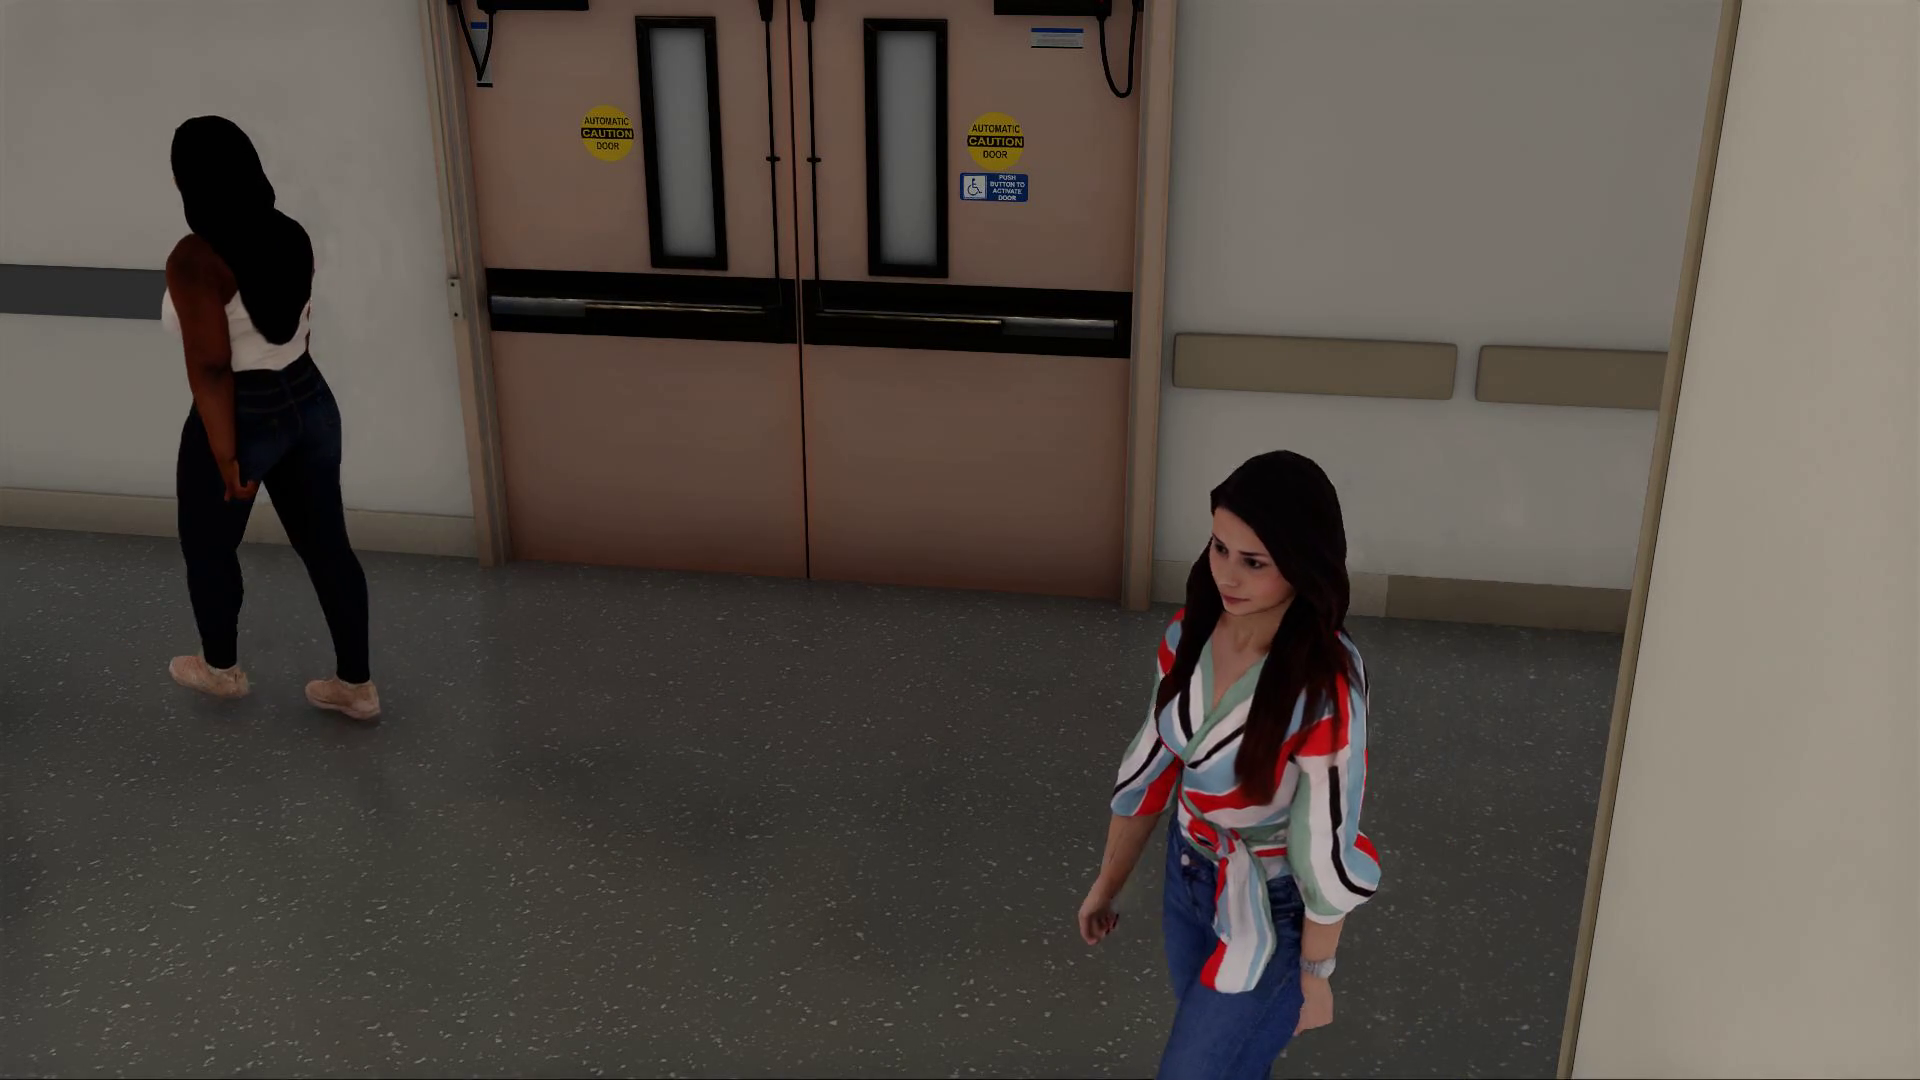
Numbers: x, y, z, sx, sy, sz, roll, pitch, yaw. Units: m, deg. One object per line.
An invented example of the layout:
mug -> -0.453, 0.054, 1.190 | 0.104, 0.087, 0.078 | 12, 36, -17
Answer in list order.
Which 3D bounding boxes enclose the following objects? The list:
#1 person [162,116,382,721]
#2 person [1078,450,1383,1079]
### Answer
person -> -1.944, -0.290, 4.828 | 1.045, 1.784, 0.857 | 13, 24, 31
person -> 0.539, 0.604, 2.730 | 0.748, 1.599, 0.714 | -8, 22, -20
